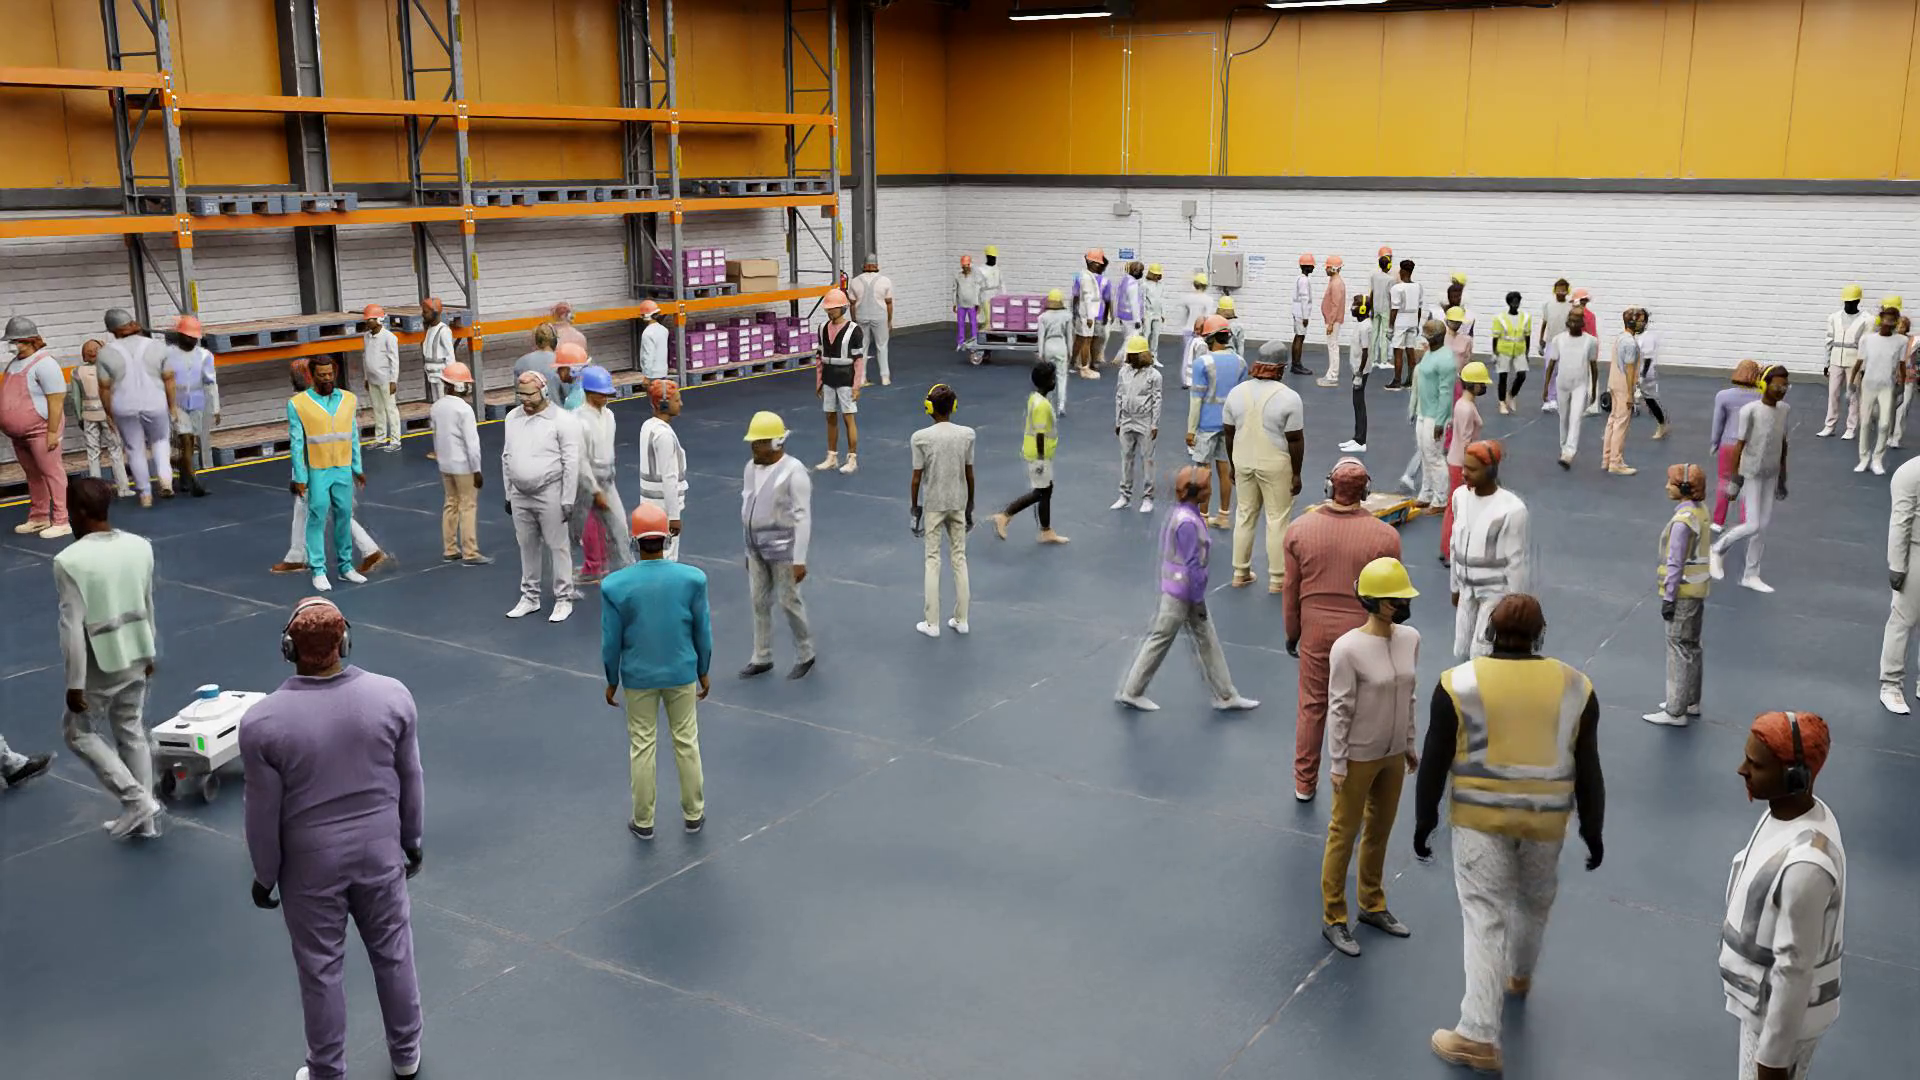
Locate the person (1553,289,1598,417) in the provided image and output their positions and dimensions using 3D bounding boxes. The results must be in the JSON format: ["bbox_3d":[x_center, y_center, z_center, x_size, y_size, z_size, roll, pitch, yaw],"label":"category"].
[{"bbox_3d":[8.421,-2.542,22.600,0.744,1.693,0.578,9,16,33],"label":"person"}]

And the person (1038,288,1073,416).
[{"bbox_3d":[1.297,-2.550,22.599,0.505,1.716,0.756,-1,13,-5],"label":"person"}]

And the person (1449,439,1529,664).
[{"bbox_3d":[3.184,0.301,9.895,0.655,1.862,0.610,-6,14,-25],"label":"person"}]

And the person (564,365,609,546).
[{"bbox_3d":[-3.372,-0.772,15.037,0.311,1.639,0.512,5,14,21],"label":"person"}]

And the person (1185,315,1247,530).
[{"bbox_3d":[2.370,-1.080,15.534,0.607,2.029,0.405,-8,15,-32],"label":"person"}]

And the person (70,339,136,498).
[{"bbox_3d":[-8.781,-1.230,17.019,0.513,1.641,0.309,-1,13,-6],"label":"person"}]

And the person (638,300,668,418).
[{"bbox_3d":[-3.758,-2.051,20.336,0.336,1.747,0.575,3,13,12],"label":"person"}]

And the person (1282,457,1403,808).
[{"bbox_3d":[2.051,0.502,8.911,0.648,1.912,0.409,7,15,27],"label":"person"}]

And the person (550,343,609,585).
[{"bbox_3d":[-3.110,-0.621,13.631,0.401,1.986,0.619,0,13,-2],"label":"person"}]

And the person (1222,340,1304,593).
[{"bbox_3d":[2.492,-0.603,13.423,0.690,2.000,0.538,11,17,39],"label":"person"}]

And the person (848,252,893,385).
[{"bbox_3d":[-1.352,-3.413,25.612,0.682,2.000,0.535,2,13,8],"label":"person"}]

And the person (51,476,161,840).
[{"bbox_3d":[-4.311,0.618,8.424,0.456,1.902,0.624,4,14,17],"label":"person"}]

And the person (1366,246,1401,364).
[{"bbox_3d":[7.131,-3.956,28.069,0.622,1.991,0.393,-4,13,-16],"label":"person"}]

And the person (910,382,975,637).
[{"bbox_3d":[-0.125,-0.218,12.161,0.500,1.862,0.327,-4,14,-16],"label":"person"}]

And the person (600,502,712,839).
[{"bbox_3d":[-1.551,0.667,8.536,0.562,1.754,0.325,-4,14,-17],"label":"person"}]

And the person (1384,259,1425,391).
[{"bbox_3d":[6.656,-3.220,24.935,0.612,1.965,0.362,-7,15,-28],"label":"person"}]

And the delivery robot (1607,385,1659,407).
[{"bbox_3d":[9.201,-2.048,22.741,0.477,0.478,0.707,-4,14,-18],"label":"delivery robot"}]

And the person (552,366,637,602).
[{"bbox_3d":[-2.831,-0.405,12.915,0.971,1.892,0.588,7,15,28],"label":"person"}]

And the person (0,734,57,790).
[{"bbox_3d":[-5.487,0.555,8.944,0.610,1.784,0.910,12,18,43],"label":"person"}]

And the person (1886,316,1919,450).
[{"bbox_3d":[11.225,-1.881,19.941,0.532,1.592,0.765,11,17,41],"label":"person"}]

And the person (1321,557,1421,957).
[{"bbox_3d":[1.824,0.939,7.327,0.531,1.772,0.301,-9,16,-33],"label":"person"}]

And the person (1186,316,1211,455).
[{"bbox_3d":[2.816,-1.813,19.573,0.313,1.634,0.514,0,13,2],"label":"person"}]

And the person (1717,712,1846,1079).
[{"bbox_3d":[2.464,1.415,5.037,0.343,1.878,0.583,6,14,23],"label":"person"}]

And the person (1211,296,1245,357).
[{"bbox_3d":[3.336,-2.201,21.004,0.484,1.744,0.295,0,13,-2],"label":"person"}]

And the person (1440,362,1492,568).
[{"bbox_3d":[4.318,-0.638,14.178,0.325,1.767,0.533,3,13,13],"label":"person"}]

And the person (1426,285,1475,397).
[{"bbox_3d":[6.185,-2.265,20.989,0.608,1.879,0.855,1,13,6],"label":"person"}]

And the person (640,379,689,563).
[{"bbox_3d":[-2.162,-0.238,12.179,0.337,1.882,0.584,-6,14,-23],"label":"person"}]

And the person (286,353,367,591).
[{"bbox_3d":[-5.139,-0.563,13.518,0.375,1.917,0.598,10,17,38],"label":"person"}]

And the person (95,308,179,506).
[{"bbox_3d":[-8.246,-1.356,16.688,0.712,2.000,0.545,-7,15,-28],"label":"person"}]

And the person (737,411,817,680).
[{"bbox_3d":[-1.246,0.048,11.083,0.605,1.834,0.404,11,17,40],"label":"person"}]

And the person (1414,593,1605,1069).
[{"bbox_3d":[2.163,1.098,6.616,0.703,1.771,0.971,2,13,7],"label":"person"}]

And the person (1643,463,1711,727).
[{"bbox_3d":[4.453,0.336,10.266,0.318,1.632,0.507,10,16,36],"label":"person"}]

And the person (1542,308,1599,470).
[{"bbox_3d":[6.870,-1.708,18.756,0.544,1.787,0.986,8,15,30],"label":"person"}]

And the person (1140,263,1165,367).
[{"bbox_3d":[3.212,-3.730,27.656,0.485,1.736,0.309,-8,15,-32],"label":"person"}]

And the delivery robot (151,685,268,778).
[{"bbox_3d":[-4.175,1.052,9.294,0.477,0.478,0.707,2,13,9],"label":"delivery robot"}]

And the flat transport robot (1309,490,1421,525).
[{"bbox_3d":[3.793,-0.259,15.805,0.652,0.197,1.431,10,16,36],"label":"flat transport robot"}]

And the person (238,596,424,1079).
[{"bbox_3d":[-2.301,1.142,6.144,0.639,1.911,0.406,-9,16,-35],"label":"person"}]
